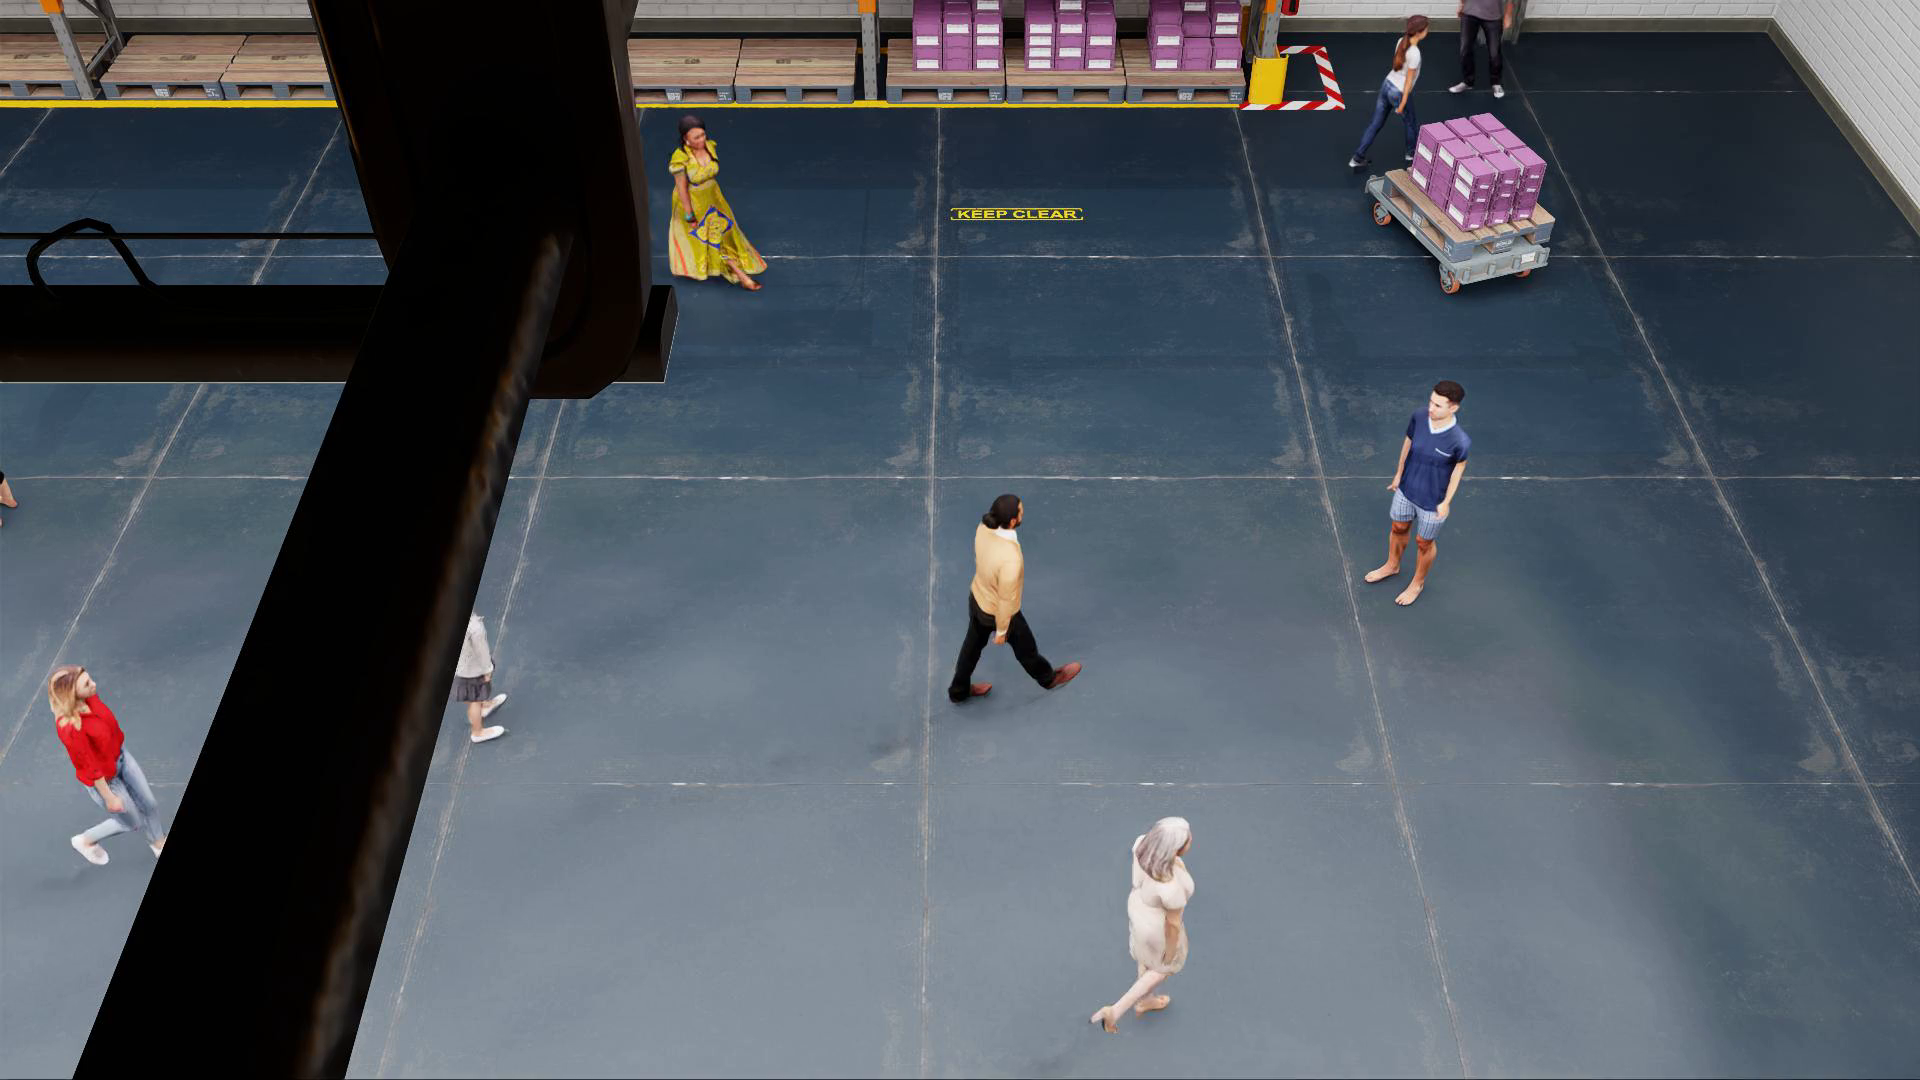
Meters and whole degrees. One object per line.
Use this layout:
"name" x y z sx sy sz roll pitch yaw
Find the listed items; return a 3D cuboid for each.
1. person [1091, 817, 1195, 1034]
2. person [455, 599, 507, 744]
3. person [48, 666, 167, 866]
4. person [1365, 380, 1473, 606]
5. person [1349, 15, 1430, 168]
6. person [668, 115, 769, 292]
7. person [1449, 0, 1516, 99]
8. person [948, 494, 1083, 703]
"person" 0.958 2.080 8.833 0.900 1.723 0.785 -17 46 -17
"person" -3.132 0.776 10.534 0.731 1.265 0.672 -32 52 -29
"person" -4.997 1.358 9.615 0.883 1.690 0.669 -5 44 -5
"person" 3.156 -0.345 11.288 0.739 1.847 0.703 -29 51 -27
"person" 4.017 -4.147 15.519 1.148 1.515 0.835 -17 46 -17
"person" -2.277 -2.866 14.102 1.296 1.617 1.180 28 50 26
"person" 5.224 -5.245 16.456 0.906 1.813 0.995 22 48 21
"person" 0.152 0.447 10.555 1.212 1.712 0.975 -16 46 -16
